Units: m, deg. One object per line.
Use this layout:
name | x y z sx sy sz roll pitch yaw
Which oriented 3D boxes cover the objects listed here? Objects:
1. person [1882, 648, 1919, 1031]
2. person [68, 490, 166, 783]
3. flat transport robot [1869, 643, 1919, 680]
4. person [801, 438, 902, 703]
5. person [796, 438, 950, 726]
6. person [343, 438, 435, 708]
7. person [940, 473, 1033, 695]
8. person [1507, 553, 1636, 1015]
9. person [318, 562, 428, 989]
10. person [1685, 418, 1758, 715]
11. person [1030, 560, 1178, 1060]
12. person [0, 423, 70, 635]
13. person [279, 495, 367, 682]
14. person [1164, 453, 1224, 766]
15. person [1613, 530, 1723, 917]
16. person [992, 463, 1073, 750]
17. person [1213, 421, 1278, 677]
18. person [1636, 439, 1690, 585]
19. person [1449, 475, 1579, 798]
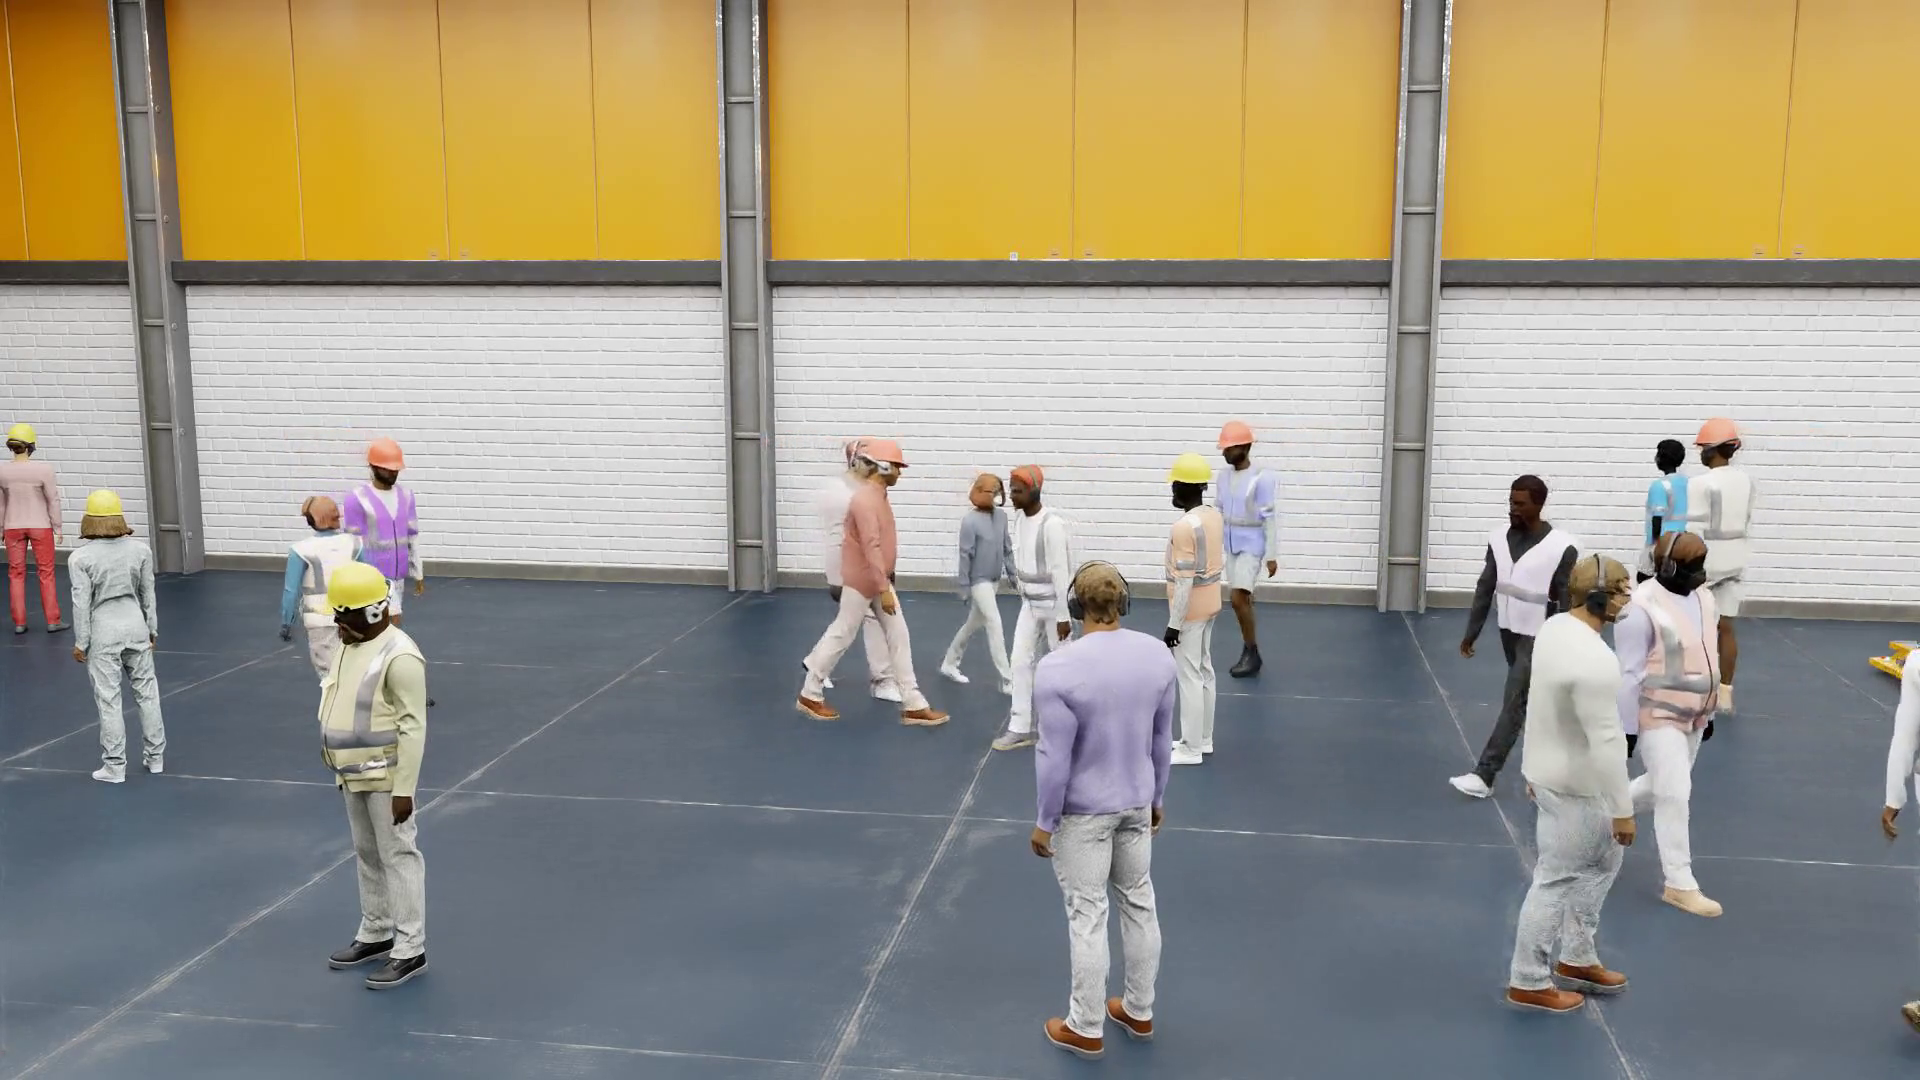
person | 3.995 1.057 6.597 0.613 1.854 0.827 9 13 44
person | -5.039 0.567 9.914 0.324 1.743 0.490 7 12 38
flat transport robot | 7.604 0.918 12.276 1.431 0.197 0.652 1 9 4
person | -0.754 0.191 11.852 0.939 1.872 0.649 4 10 23
person | -0.629 0.280 11.117 1.058 1.934 0.621 3 10 17
person | -4.091 0.209 11.728 1.014 1.882 0.550 6 11 32
person | 0.172 0.298 12.034 0.846 1.592 0.516 6 11 34
person | 2.559 0.997 6.732 0.674 1.914 0.636 1 9 7
person | -2.500 0.987 7.085 0.589 1.822 0.403 9 13 43
person | 5.153 0.173 11.475 0.645 2.020 0.651 -4 10 -24
person | 0.545 1.037 6.426 0.629 1.937 0.376 -5 11 -30
person | -7.771 -0.088 13.889 0.526 1.768 0.314 -2 9 -11
person | -4.031 0.522 10.566 0.558 1.620 0.541 7 11 36
person | 1.413 0.424 10.220 0.361 1.930 0.587 5 10 27
person | 3.386 0.831 8.082 0.632 1.816 0.830 -6 11 -33
person | 0.630 0.408 10.628 0.891 1.843 0.589 -5 11 -30
person | 2.082 0.073 12.427 0.549 1.913 0.575 -6 11 -33
person | 5.841 0.005 13.609 0.535 1.673 0.784 -7 11 -37
person | 3.245 0.546 9.678 1.031 1.859 0.604 -5 10 -27
